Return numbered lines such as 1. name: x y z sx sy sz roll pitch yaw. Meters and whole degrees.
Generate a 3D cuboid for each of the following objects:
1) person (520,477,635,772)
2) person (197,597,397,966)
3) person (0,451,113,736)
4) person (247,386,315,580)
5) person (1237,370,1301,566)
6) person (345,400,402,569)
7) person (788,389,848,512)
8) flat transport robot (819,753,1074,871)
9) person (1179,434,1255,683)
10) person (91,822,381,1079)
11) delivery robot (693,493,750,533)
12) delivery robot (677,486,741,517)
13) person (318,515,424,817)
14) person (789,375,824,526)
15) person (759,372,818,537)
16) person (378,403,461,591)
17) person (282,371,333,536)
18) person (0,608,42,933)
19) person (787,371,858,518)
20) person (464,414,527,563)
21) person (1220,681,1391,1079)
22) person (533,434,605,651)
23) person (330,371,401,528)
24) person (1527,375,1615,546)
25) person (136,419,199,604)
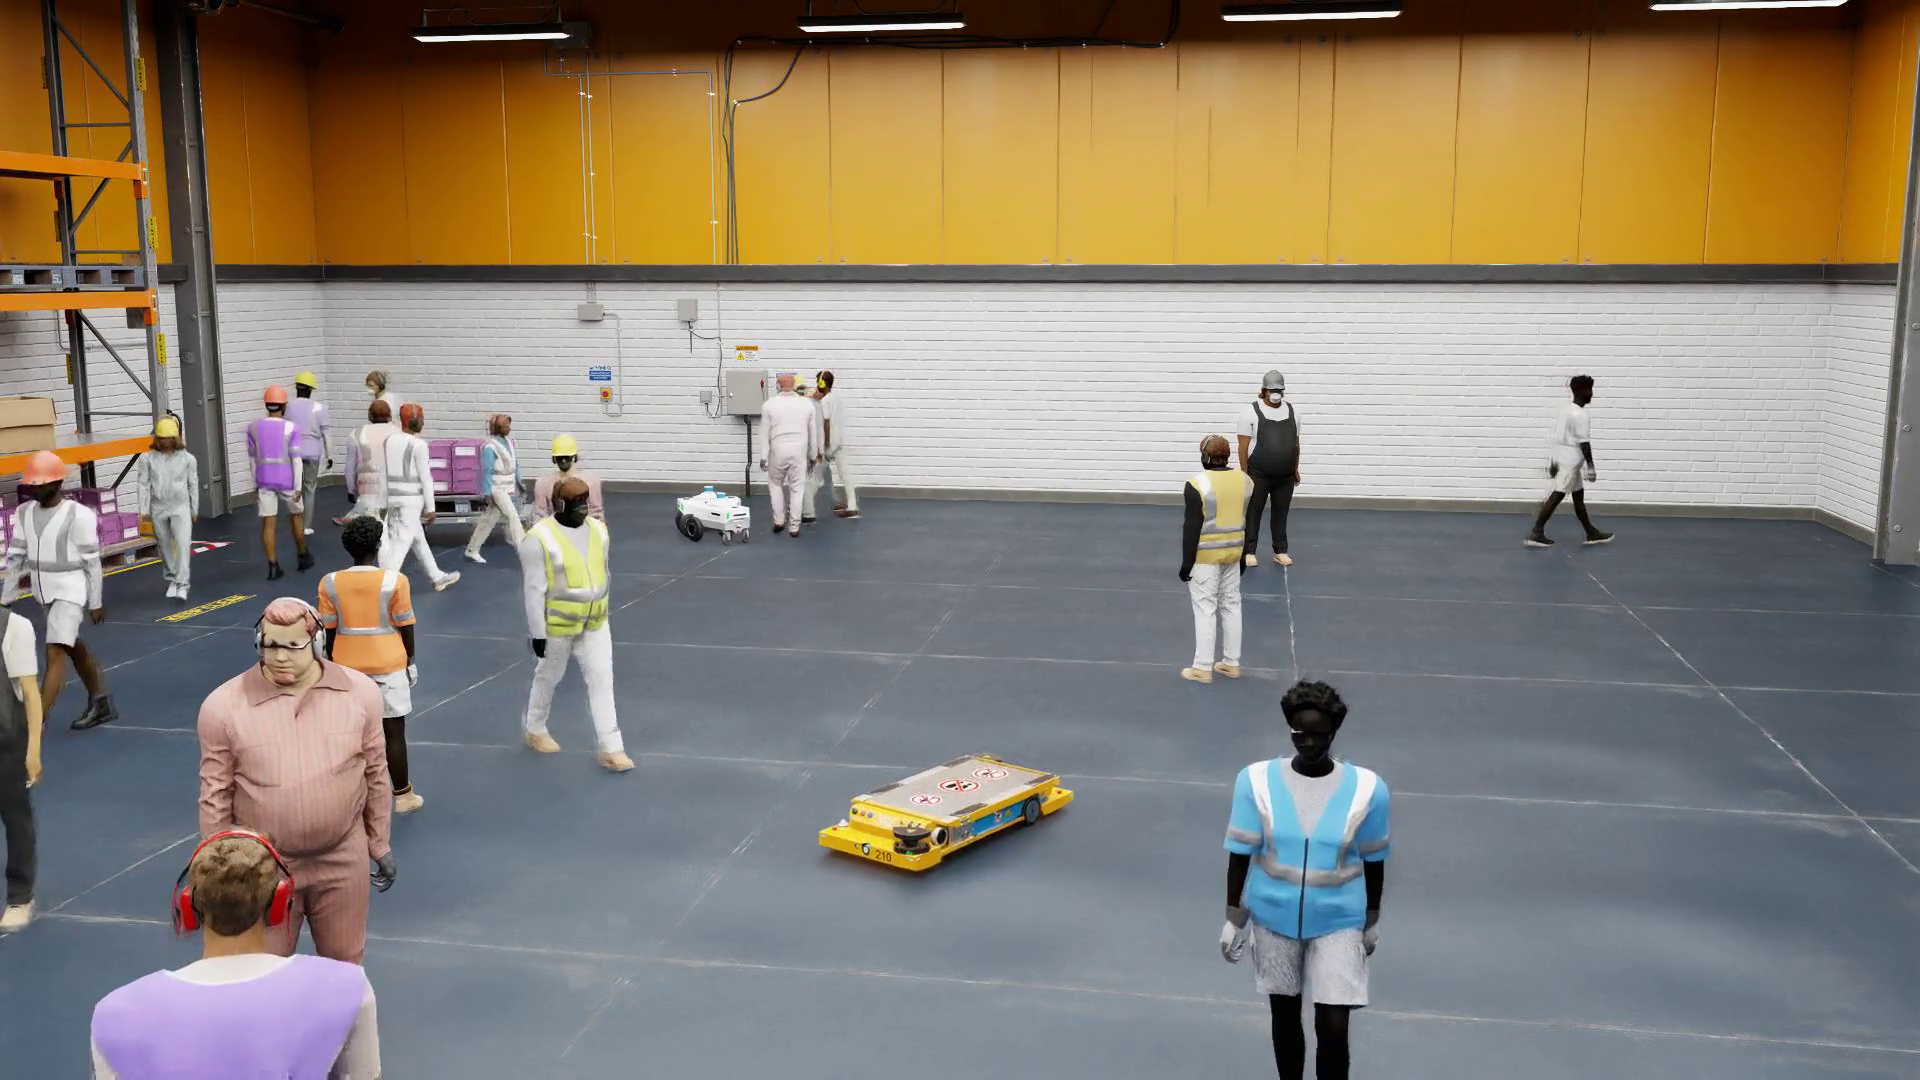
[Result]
1. person: -2.406 0.496 10.254 0.972 1.798 0.637 9 13 44
2. person: -2.344 1.138 5.943 0.651 1.901 0.401 -6 11 -31
3. person: -5.892 0.373 10.715 0.559 1.880 0.998 3 10 19
4. person: -6.804 -0.589 16.663 0.552 1.898 0.916 -1 9 -7
5. person: 3.223 -0.740 17.157 0.689 2.000 0.537 -2 9 -12
6. person: -5.720 -0.487 16.411 0.626 1.782 1.004 -6 11 -31
7. person: -1.793 -1.115 20.906 0.836 1.576 0.497 -1 9 -6
8. flat transport robot: -0.046 1.449 9.050 0.652 0.197 1.431 7 12 37
9. person: 1.880 0.135 12.350 0.634 1.841 0.429 -6 11 -31
10. person: -1.600 1.525 3.783 0.597 1.812 0.805 -3 10 -20
11. delivery robot: -2.676 -0.289 18.666 0.477 0.478 0.707 -9 12 -43
12. delivery robot: -2.895 -0.378 19.219 0.707 0.478 0.477 -2 9 -15
13. person: -3.270 0.707 9.243 0.529 1.697 0.321 0 9 -1
14. person: -1.939 -1.077 19.995 0.645 1.795 0.621 8 12 41
15. person: -1.975 -0.985 19.146 0.685 1.883 0.589 -2 9 -13
16. person: -5.074 -0.355 15.428 0.588 1.829 1.006 6 11 33
17. person: -7.567 -0.996 19.229 0.611 1.887 0.595 -1 9 -9
18. person: -4.355 0.952 7.370 0.536 1.806 0.892 -2 9 -13
19. person: -1.671 -1.177 20.565 0.978 1.811 0.524 4 10 26
20. person: -4.784 -0.521 17.216 0.898 1.590 0.506 1 9 4
21. person: 1.146 1.302 5.586 0.547 1.676 0.549 3 10 18
22. person: -3.110 0.032 13.238 0.554 1.748 0.406 -1 9 -5
23. person: -6.781 -1.004 19.280 1.031 1.879 0.629 -8 12 -40
24. person: 6.771 -0.866 18.368 1.019 1.907 0.618 0 9 0
25. person: -7.255 -0.260 15.262 0.500 1.688 0.934 -3 10 -19
